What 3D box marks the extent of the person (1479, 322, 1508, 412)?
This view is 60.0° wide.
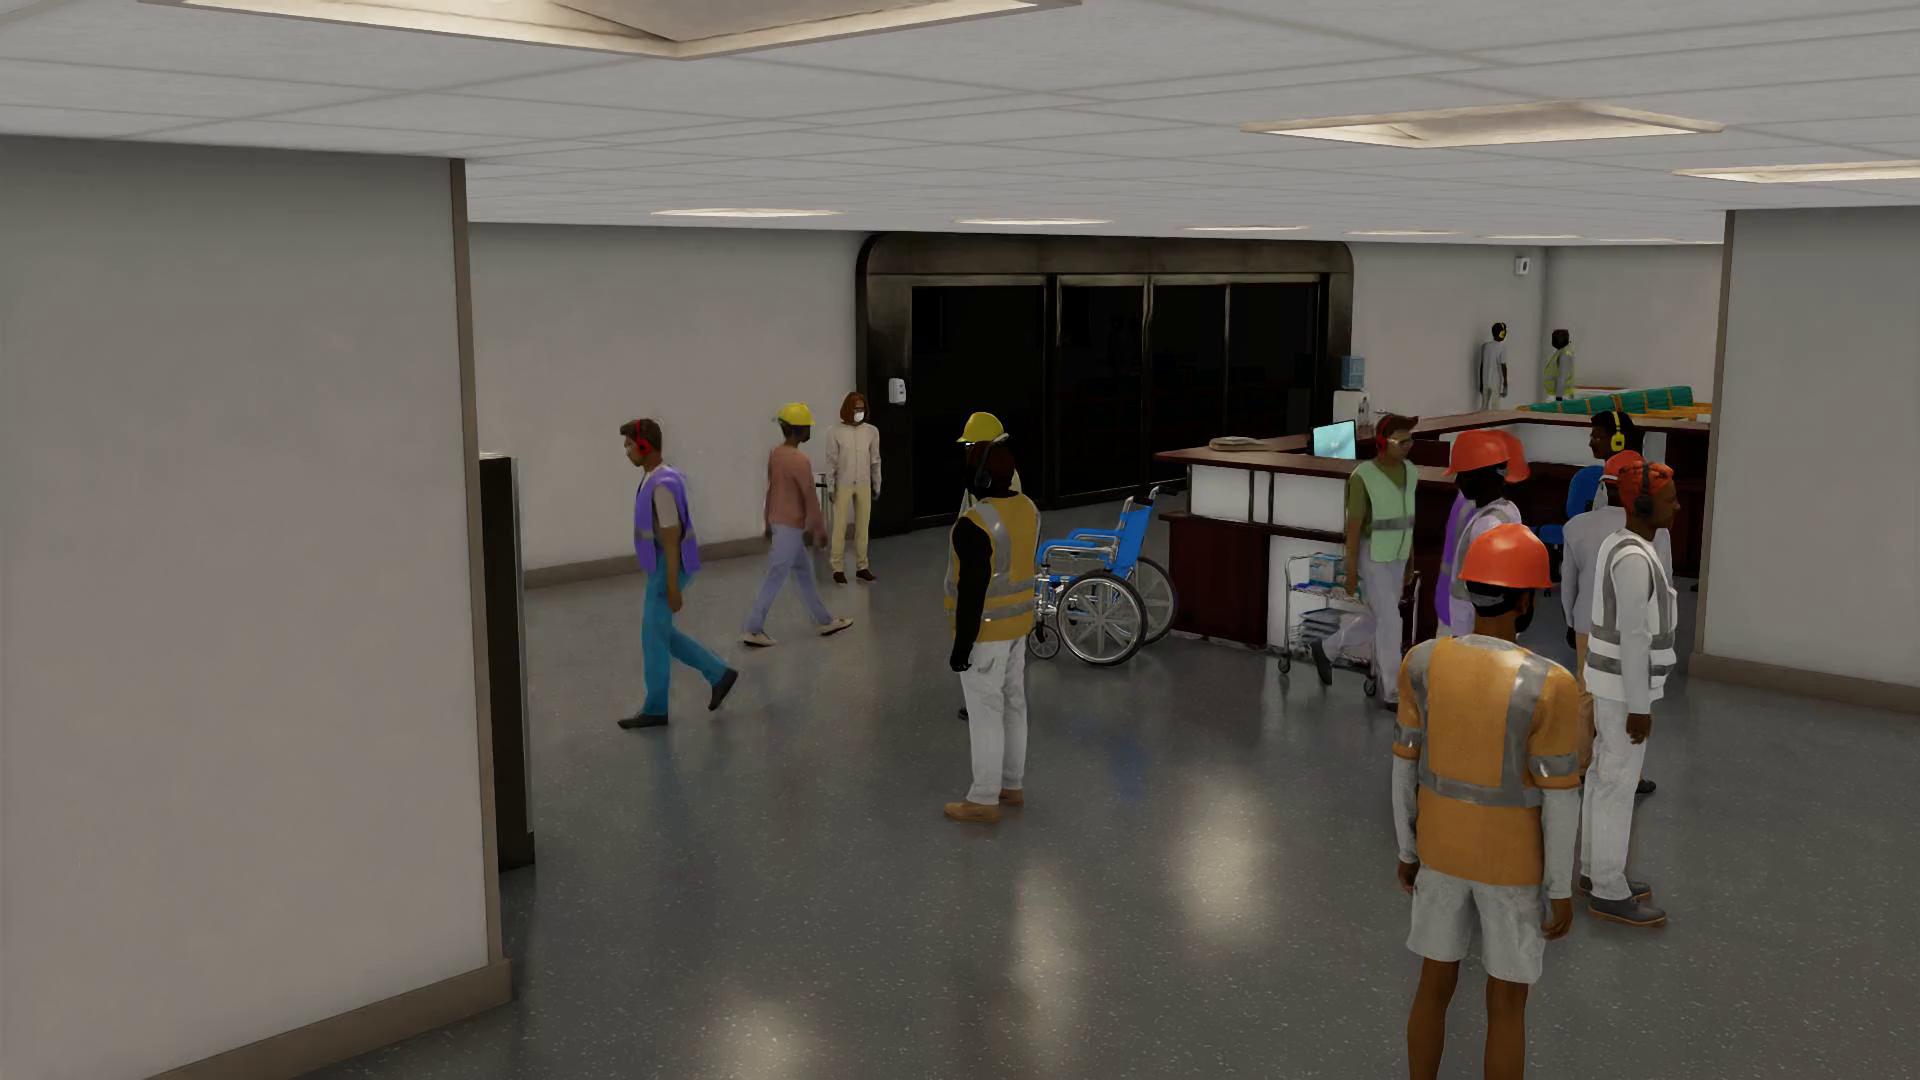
[{"bbox_3d":[8.035,-2.344,25.058,0.342,1.860,0.518,-5,11,-30],"label":"person"}]

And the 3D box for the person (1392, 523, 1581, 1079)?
[{"bbox_3d":[1.536,0.911,4.843,0.552,1.932,0.377,9,13,44],"label":"person"}]

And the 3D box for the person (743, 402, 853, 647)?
[{"bbox_3d":[-1.173,-0.111,11.774,0.905,1.717,0.543,-5,11,-29],"label":"person"}]

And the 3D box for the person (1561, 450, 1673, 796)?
[{"bbox_3d":[3.322,0.418,8.418,0.562,1.752,0.324,9,13,43],"label":"person"}]

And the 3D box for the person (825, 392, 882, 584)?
[{"bbox_3d":[-0.901,-0.442,14.106,0.504,1.627,0.285,-5,10,-27],"label":"person"}]

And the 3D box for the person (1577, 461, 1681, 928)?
[{"bbox_3d":[2.741,0.616,6.812,0.354,1.883,0.572,2,10,14],"label":"person"}]

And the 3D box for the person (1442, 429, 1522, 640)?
[{"bbox_3d":[2.386,0.452,7.685,0.373,1.928,0.543,4,10,24],"label":"person"}]

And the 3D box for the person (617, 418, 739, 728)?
[{"bbox_3d":[-1.656,0.194,9.606,0.619,1.814,0.585,-2,10,-14],"label":"person"}]

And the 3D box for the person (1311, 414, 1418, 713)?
[{"bbox_3d":[2.475,0.127,10.045,0.602,1.811,0.835,-8,12,-41],"label":"person"}]

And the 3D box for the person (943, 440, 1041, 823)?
[{"bbox_3d":[0.136,0.437,8.036,0.429,1.846,0.625,5,11,29],"label":"person"}]

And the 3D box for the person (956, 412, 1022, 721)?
[{"bbox_3d":[0.163,0.158,9.814,0.403,1.824,0.596,3,10,17],"label":"person"}]

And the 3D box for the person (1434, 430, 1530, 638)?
[{"bbox_3d":[2.522,0.376,8.300,0.471,1.887,0.644,1,9,9],"label":"person"}]
